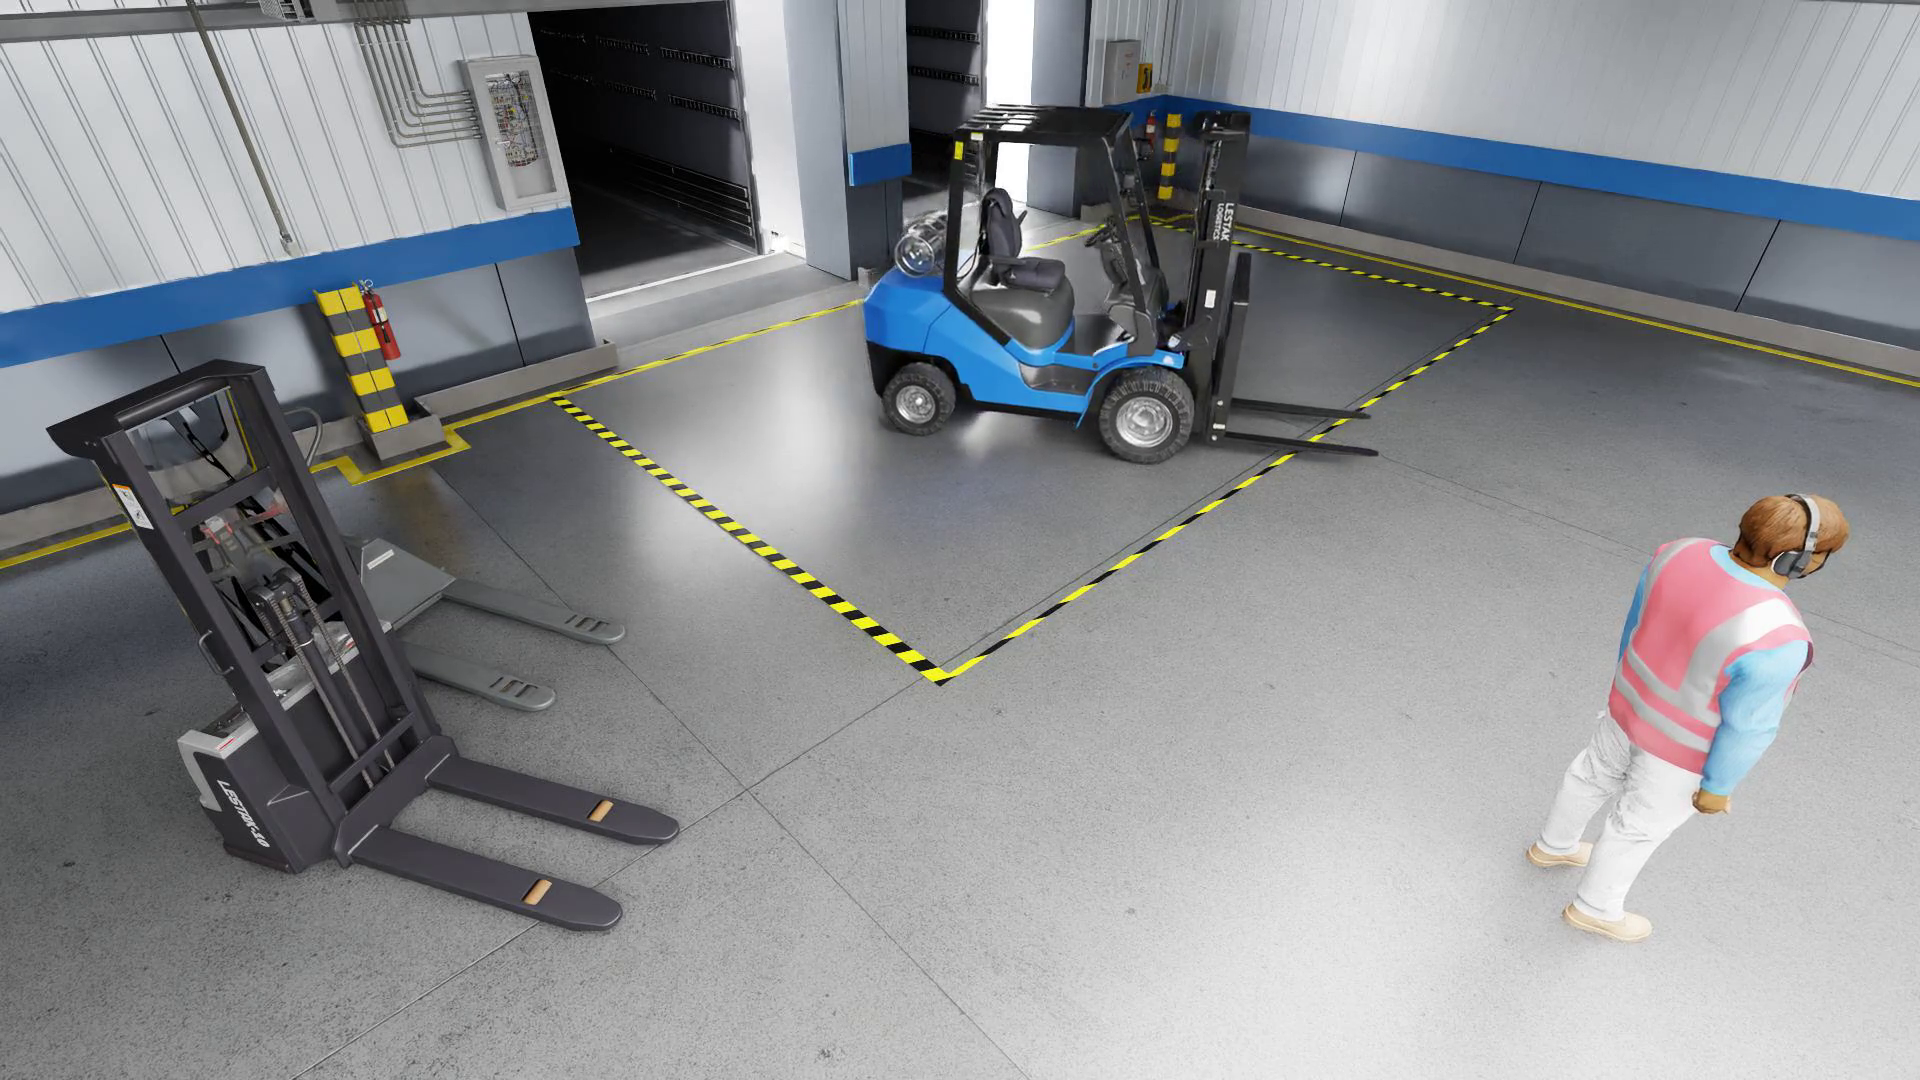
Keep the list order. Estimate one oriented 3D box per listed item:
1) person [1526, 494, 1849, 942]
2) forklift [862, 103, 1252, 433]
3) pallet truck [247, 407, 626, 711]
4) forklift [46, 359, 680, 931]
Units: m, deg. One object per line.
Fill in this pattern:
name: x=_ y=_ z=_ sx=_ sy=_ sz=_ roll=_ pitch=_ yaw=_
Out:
person: x=2.471 y=0.642 z=3.167 sx=0.429 sy=1.844 sz=0.625 roll=1 pitch=34 yaw=2
forklift: x=0.677 y=-1.965 z=6.546 sx=2.680 sy=2.036 sz=1.157 roll=9 pitch=35 yaw=13
pallet truck: x=-2.628 y=0.038 z=4.590 sx=1.601 sy=1.201 sz=0.680 roll=12 pitch=36 yaw=18
forklift: x=-2.135 y=0.422 z=3.354 sx=1.885 sy=1.965 sz=0.823 roll=10 pitch=35 yaw=14
